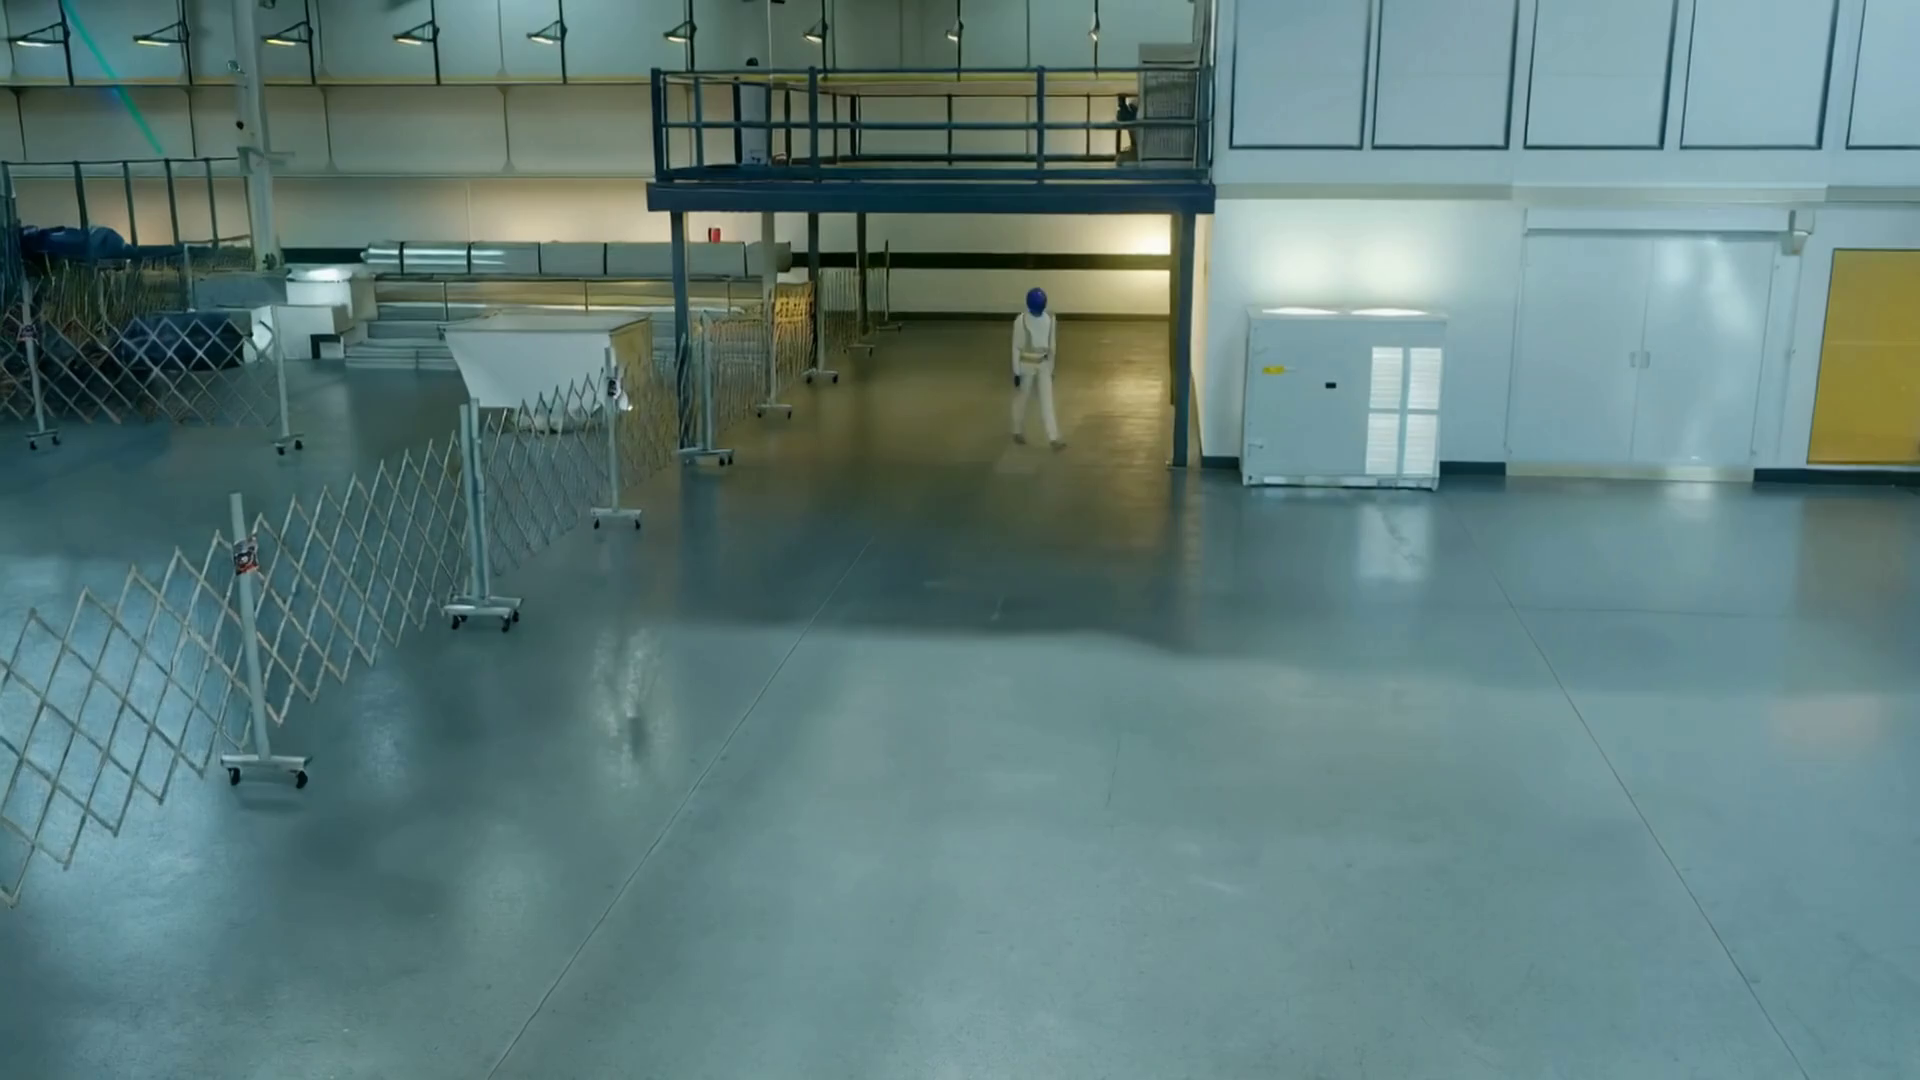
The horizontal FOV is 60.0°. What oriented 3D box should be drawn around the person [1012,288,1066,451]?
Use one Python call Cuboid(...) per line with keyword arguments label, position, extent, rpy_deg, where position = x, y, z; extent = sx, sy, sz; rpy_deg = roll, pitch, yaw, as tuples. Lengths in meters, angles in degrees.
Cuboid(label="person", position=(0.860, -1.937, 18.903), extent=(0.606, 1.828, 0.993), rpy_deg=(-7, 15, -26))
